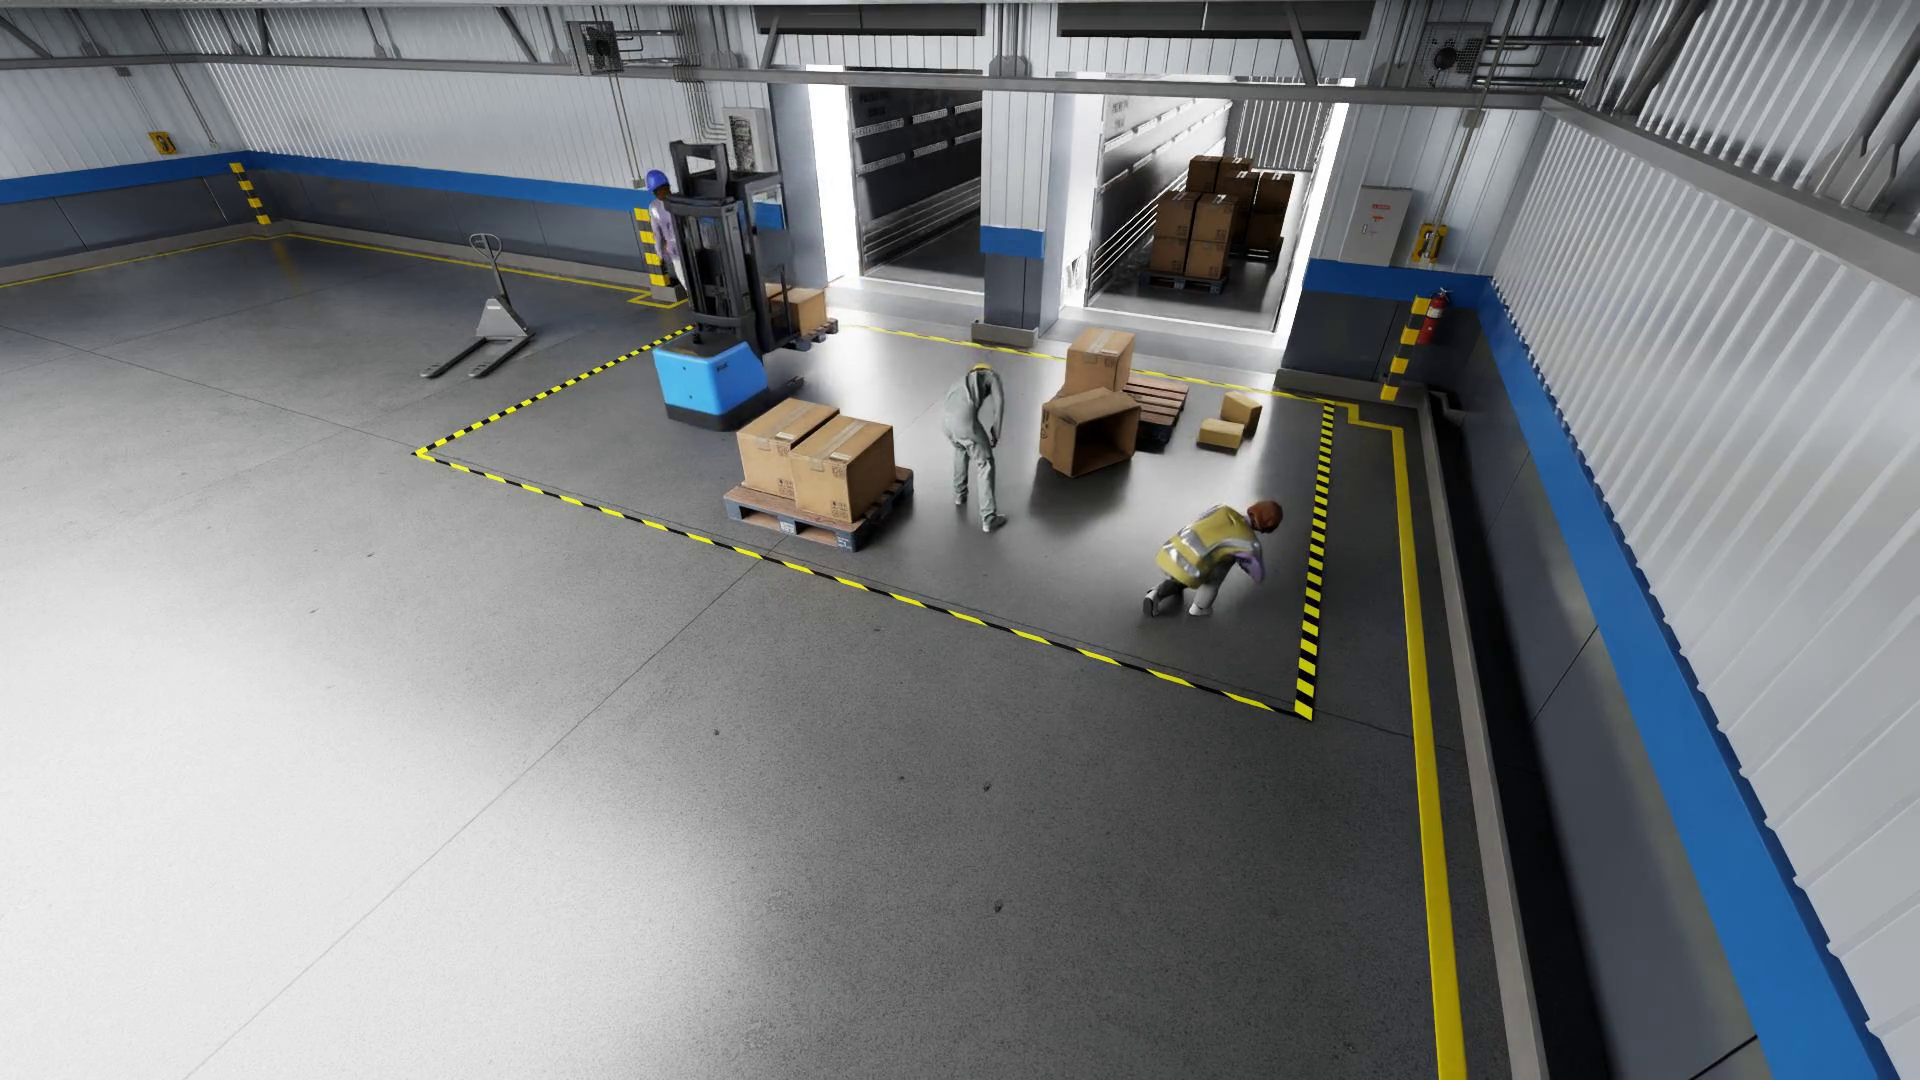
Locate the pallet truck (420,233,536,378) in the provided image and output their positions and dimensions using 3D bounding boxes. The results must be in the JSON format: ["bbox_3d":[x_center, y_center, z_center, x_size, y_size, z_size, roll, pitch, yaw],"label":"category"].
[{"bbox_3d":[-5.664,-2.712,8.427,0.680,1.201,1.601,0,35,-1],"label":"pallet truck"}]

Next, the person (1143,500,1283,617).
[{"bbox_3d":[1.621,0.121,4.871,0.906,0.816,0.638,-18,39,-23],"label":"person"}]

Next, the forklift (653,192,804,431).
[{"bbox_3d":[-2.405,-2.132,6.921,0.716,2.013,0.776,15,38,20],"label":"forklift"}]

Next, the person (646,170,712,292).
[{"bbox_3d":[-3.359,-3.468,8.920,0.628,1.899,0.530,6,36,8],"label":"person"}]

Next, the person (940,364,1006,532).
[{"bbox_3d":[0.163,-0.790,5.845,0.758,1.119,0.874,-25,42,-30],"label":"person"}]
